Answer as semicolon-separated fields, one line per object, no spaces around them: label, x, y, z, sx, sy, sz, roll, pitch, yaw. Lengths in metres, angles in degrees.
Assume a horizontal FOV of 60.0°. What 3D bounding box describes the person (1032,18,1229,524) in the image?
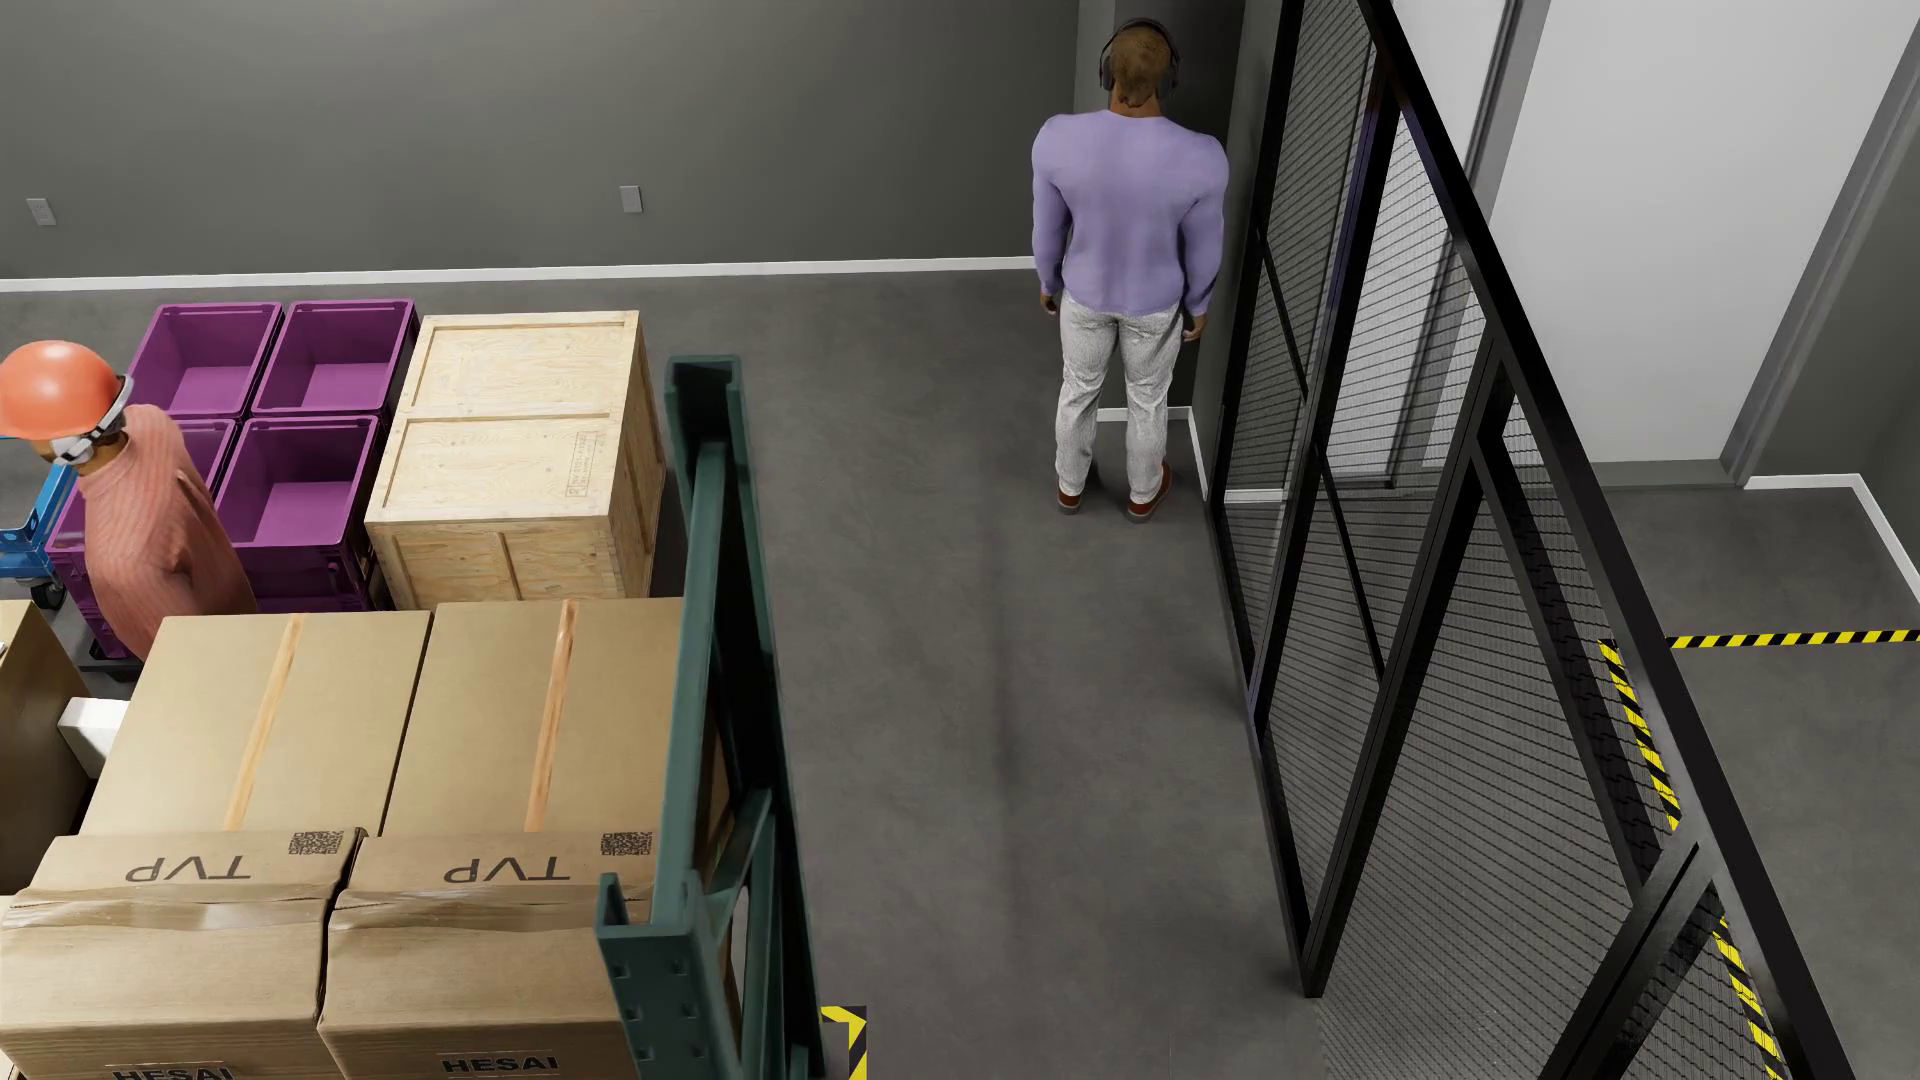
person;0.540;-0.831;5.554;0.630;1.935;0.373;10;47;9

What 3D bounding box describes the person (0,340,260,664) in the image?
person;-2.062;0.260;4.469;0.392;1.992;0.623;-12;48;-11
